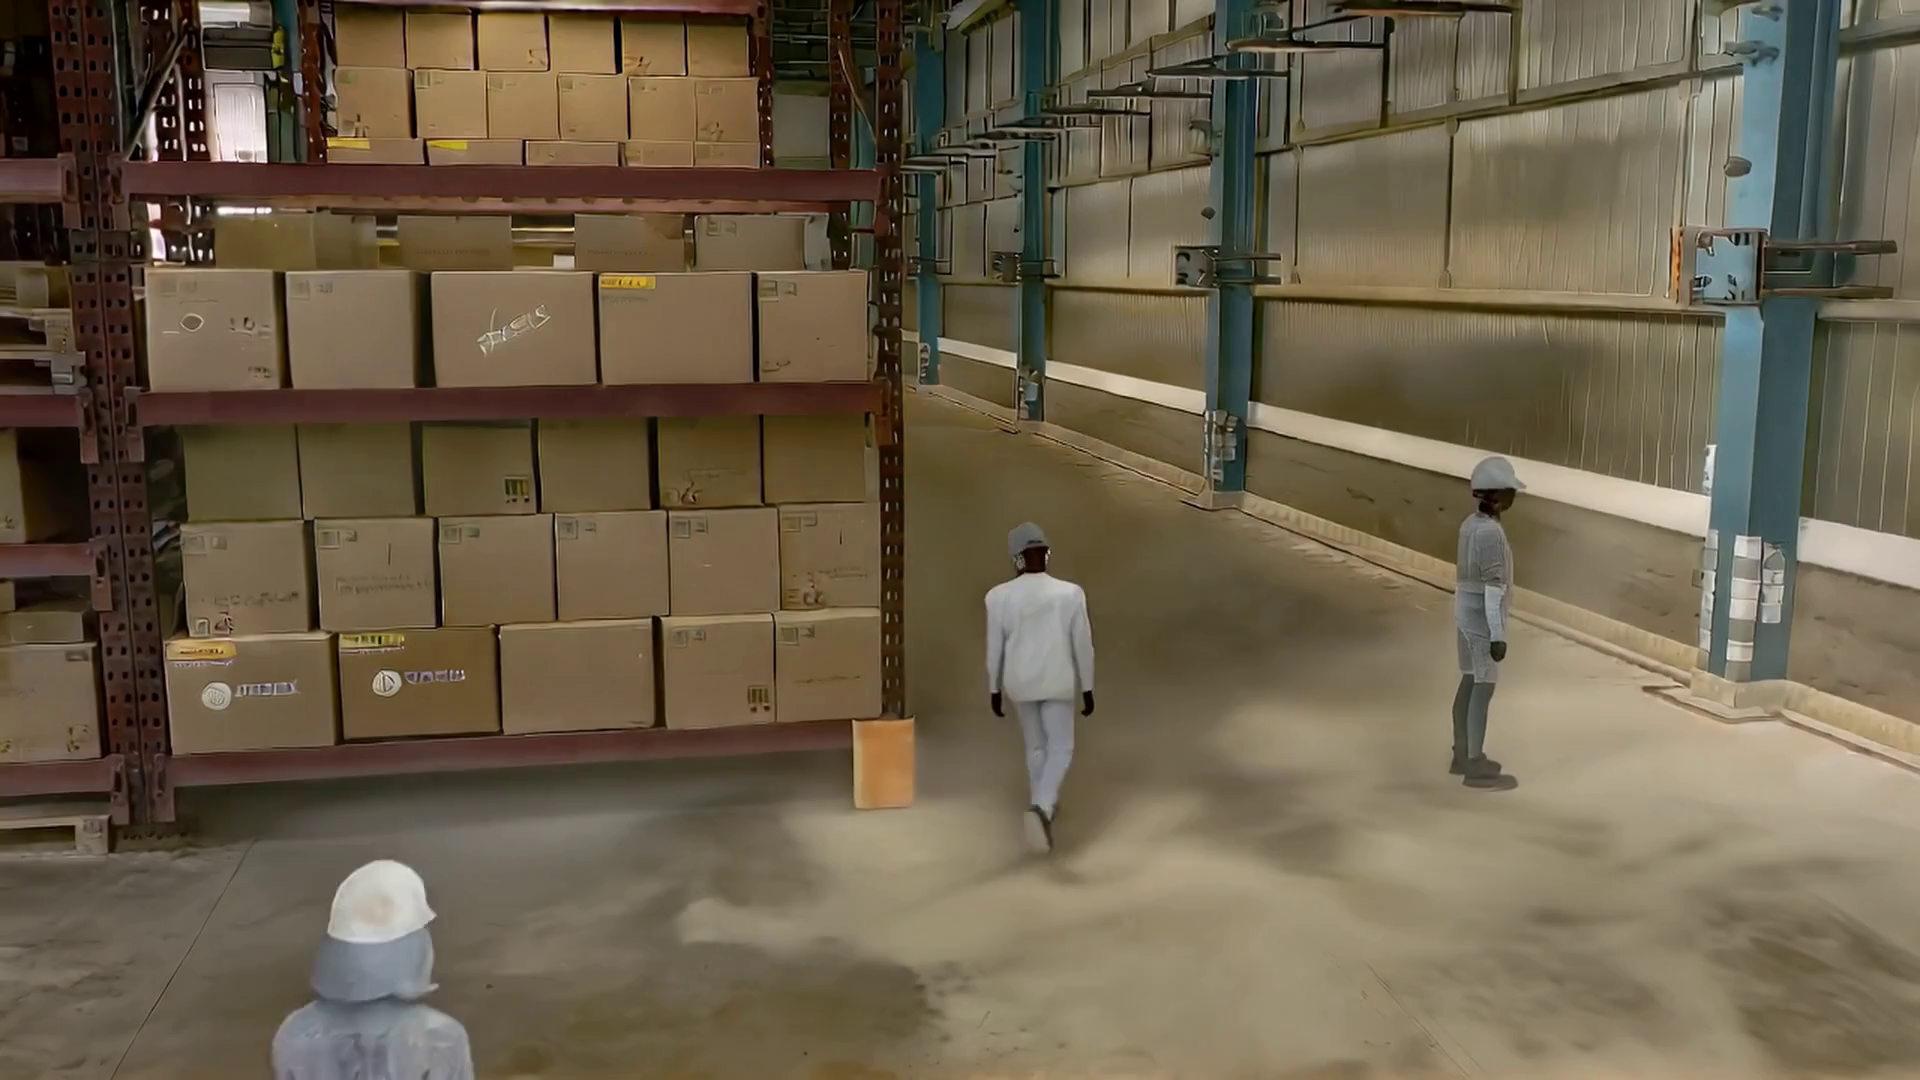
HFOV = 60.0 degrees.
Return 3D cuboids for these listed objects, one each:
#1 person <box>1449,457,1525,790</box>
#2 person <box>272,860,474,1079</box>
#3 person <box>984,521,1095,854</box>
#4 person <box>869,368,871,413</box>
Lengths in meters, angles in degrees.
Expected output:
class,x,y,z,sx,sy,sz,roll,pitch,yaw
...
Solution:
class,x,y,z,sx,sy,sz,roll,pitch,yaw
person,3.082,0.479,9.735,0.351,1.942,0.545,0,9,-1
person,-1.326,1.576,3.709,0.483,1.717,0.667,3,10,19
person,0.399,0.765,8.722,0.581,1.706,0.723,3,10,19
person,-1.708,-2.176,26.331,0.606,1.812,0.435,2,9,11
